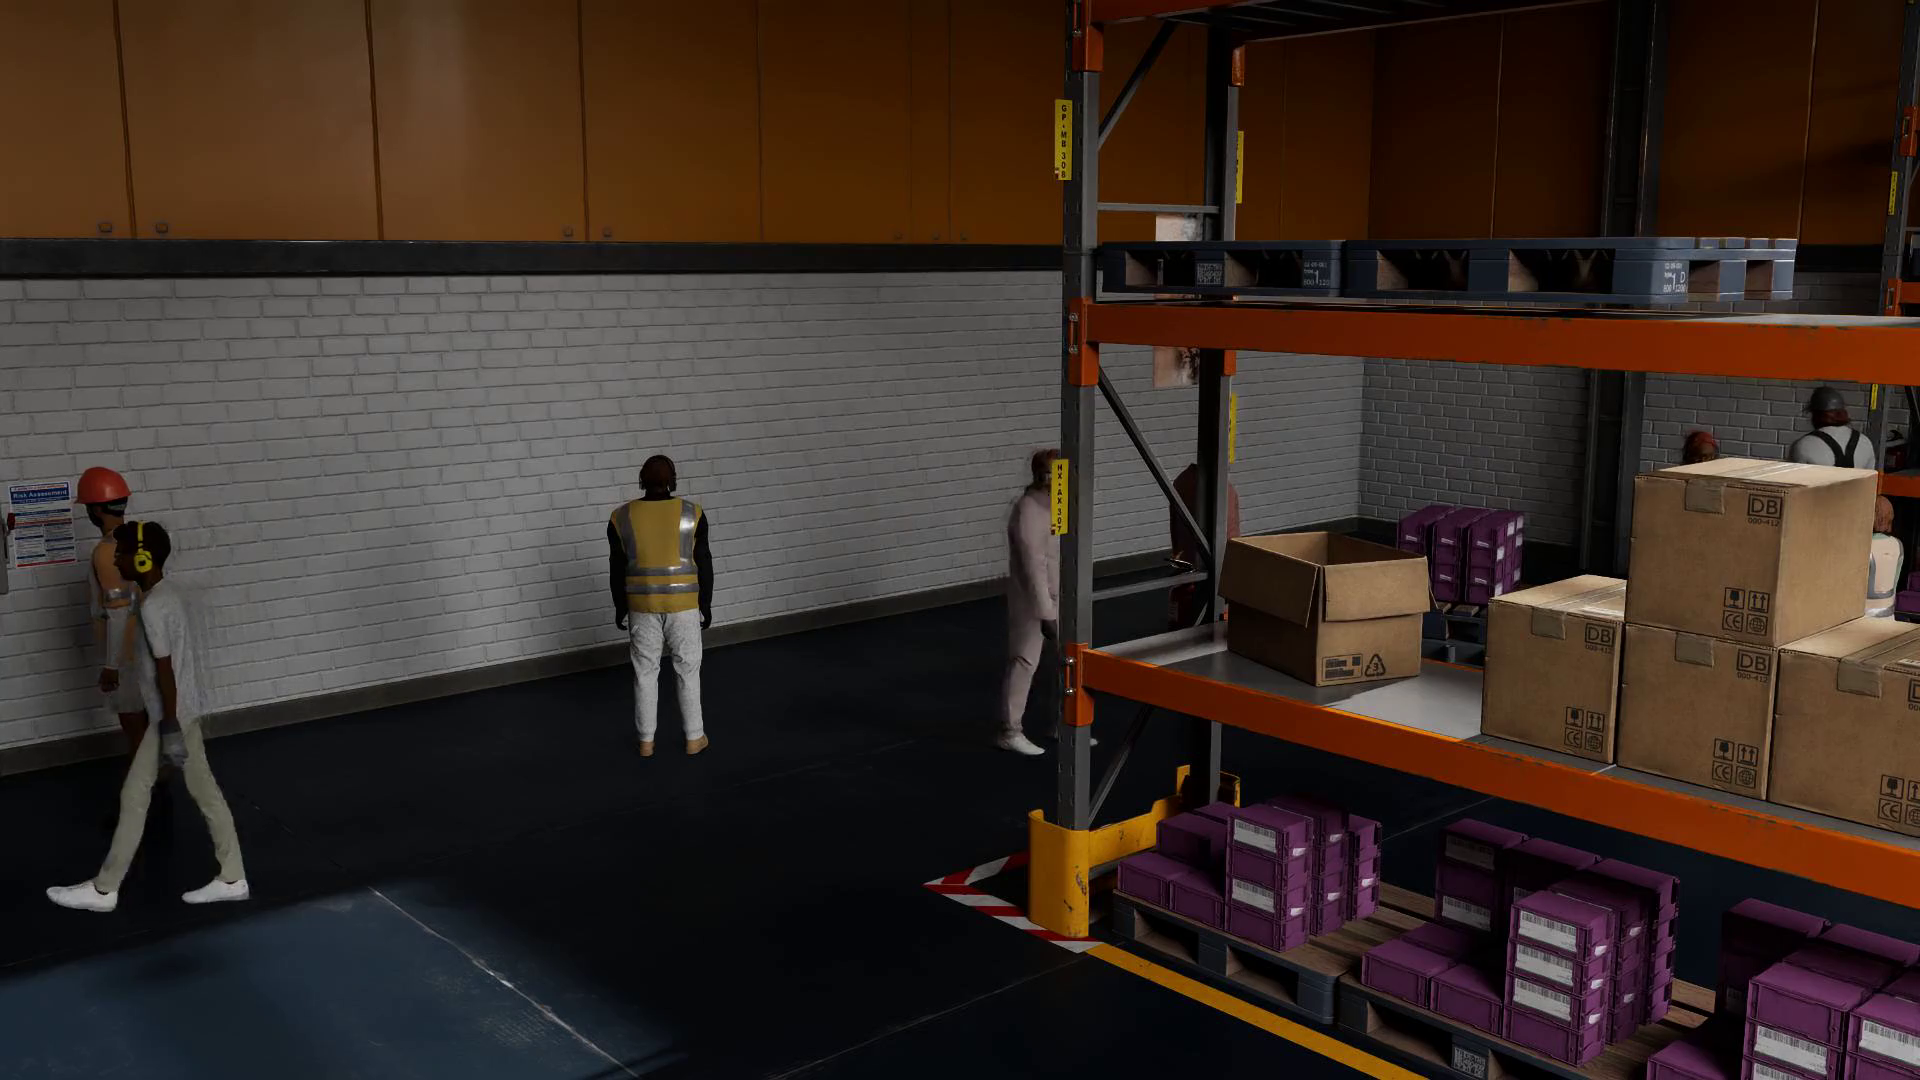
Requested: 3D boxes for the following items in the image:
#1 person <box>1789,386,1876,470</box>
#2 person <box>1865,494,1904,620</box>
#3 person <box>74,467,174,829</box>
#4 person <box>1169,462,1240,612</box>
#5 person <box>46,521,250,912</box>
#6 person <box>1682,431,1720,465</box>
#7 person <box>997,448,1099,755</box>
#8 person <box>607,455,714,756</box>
[{"bbox_3d":[6.724,-0.198,13.041,0.679,2.000,0.536,-2,10,-9],"label":"person"},{"bbox_3d":[5.389,0.535,9.920,0.518,1.640,0.307,-6,11,-30],"label":"person"},{"bbox_3d":[-4.456,0.571,8.846,0.376,1.934,0.547,-1,10,-8],"label":"person"},{"bbox_3d":[1.656,0.210,11.055,0.400,1.905,0.643,-4,11,-24],"label":"person"},{"bbox_3d":[-3.783,0.822,7.666,0.915,1.828,0.558,-2,10,-10],"label":"person"},{"bbox_3d":[4.927,0.203,11.170,0.600,1.867,0.531,0,10,0],"label":"person"},{"bbox_3d":[0.556,0.393,10.052,0.733,1.886,0.662,4,10,22],"label":"person"},{"bbox_3d":[-1.805,0.400,10.121,0.620,1.845,0.430,-1,10,-5],"label":"person"}]
